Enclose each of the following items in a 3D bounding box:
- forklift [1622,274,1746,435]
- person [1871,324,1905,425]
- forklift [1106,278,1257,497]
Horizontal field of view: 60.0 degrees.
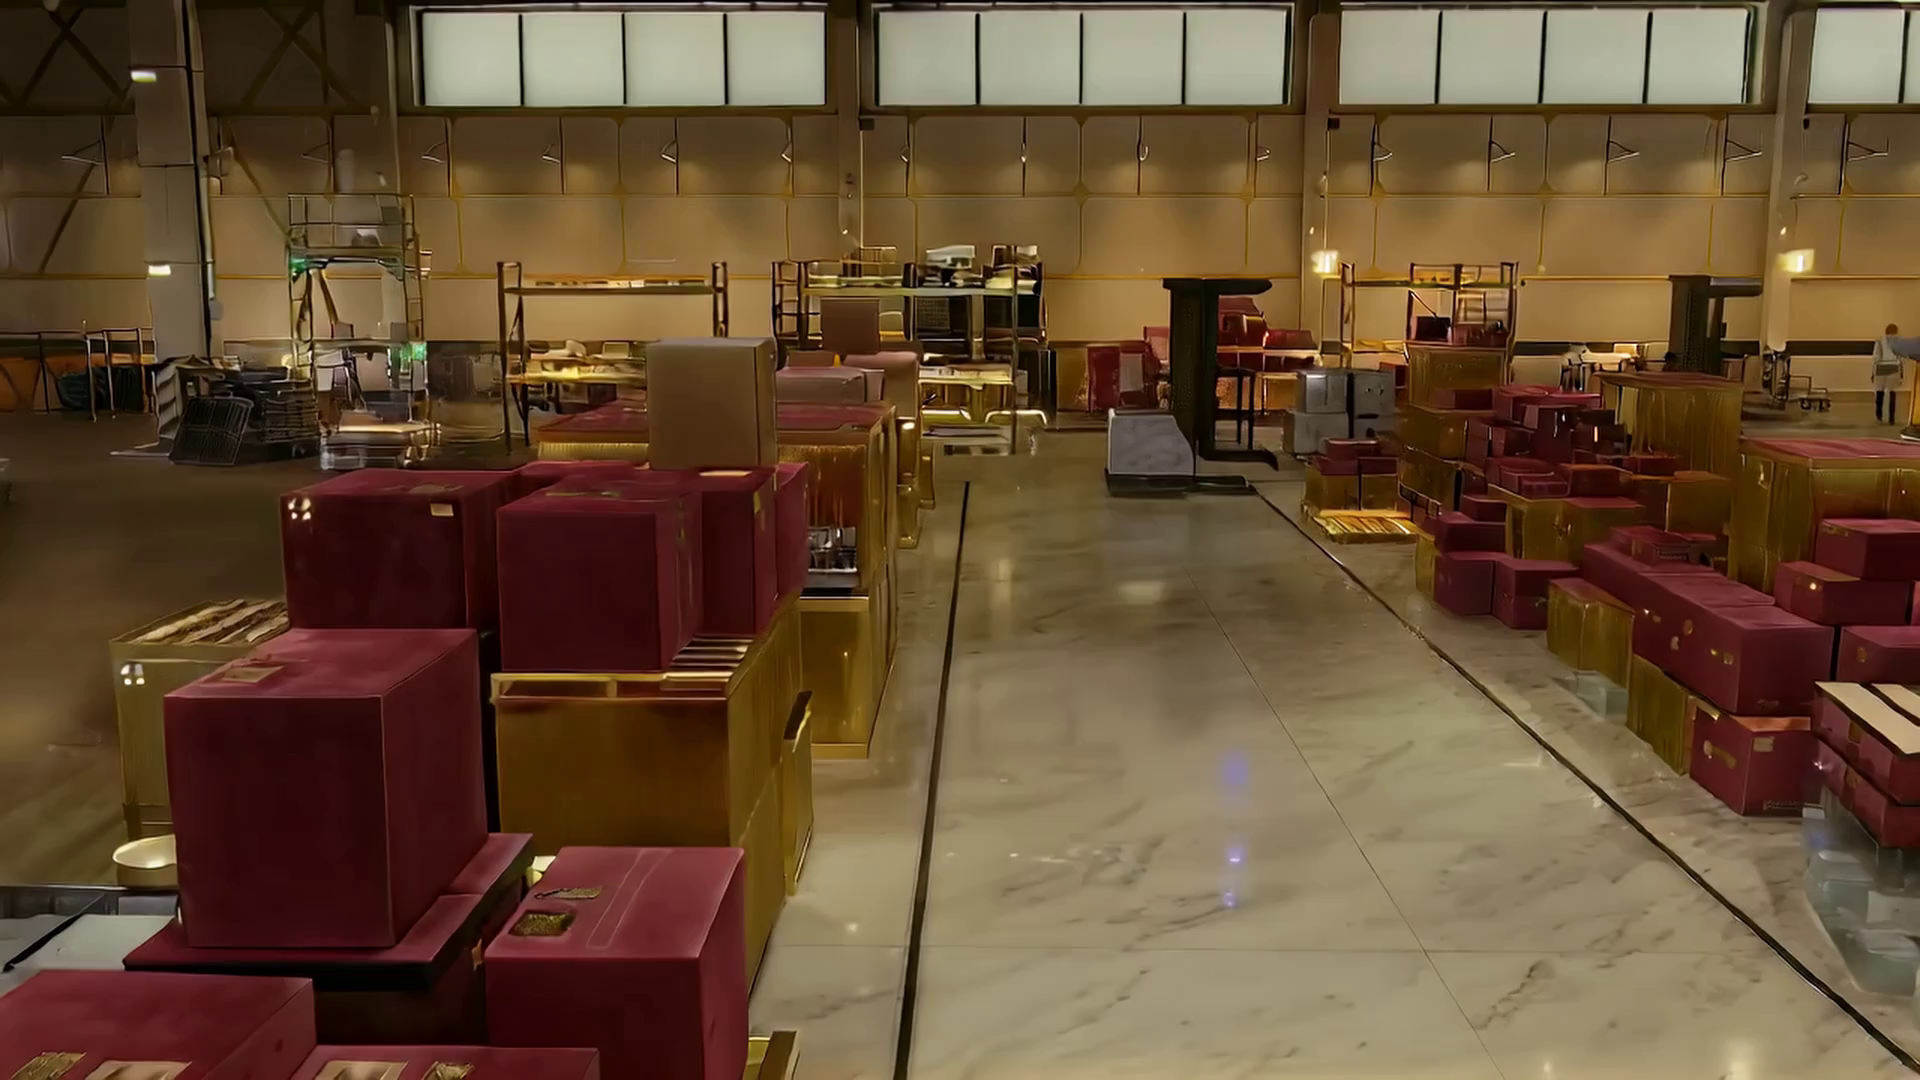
[{"bbox_3d":[12.746,-3.275,29.254,1.873,2.768,1.129,0,9,1],"label":"forklift"},{"bbox_3d":[17.503,-3.132,31.383,0.571,1.885,1.008,4,10,22],"label":"person"},{"bbox_3d":[2.884,-2.007,21.659,1.873,2.768,1.129,0,9,1],"label":"forklift"}]
